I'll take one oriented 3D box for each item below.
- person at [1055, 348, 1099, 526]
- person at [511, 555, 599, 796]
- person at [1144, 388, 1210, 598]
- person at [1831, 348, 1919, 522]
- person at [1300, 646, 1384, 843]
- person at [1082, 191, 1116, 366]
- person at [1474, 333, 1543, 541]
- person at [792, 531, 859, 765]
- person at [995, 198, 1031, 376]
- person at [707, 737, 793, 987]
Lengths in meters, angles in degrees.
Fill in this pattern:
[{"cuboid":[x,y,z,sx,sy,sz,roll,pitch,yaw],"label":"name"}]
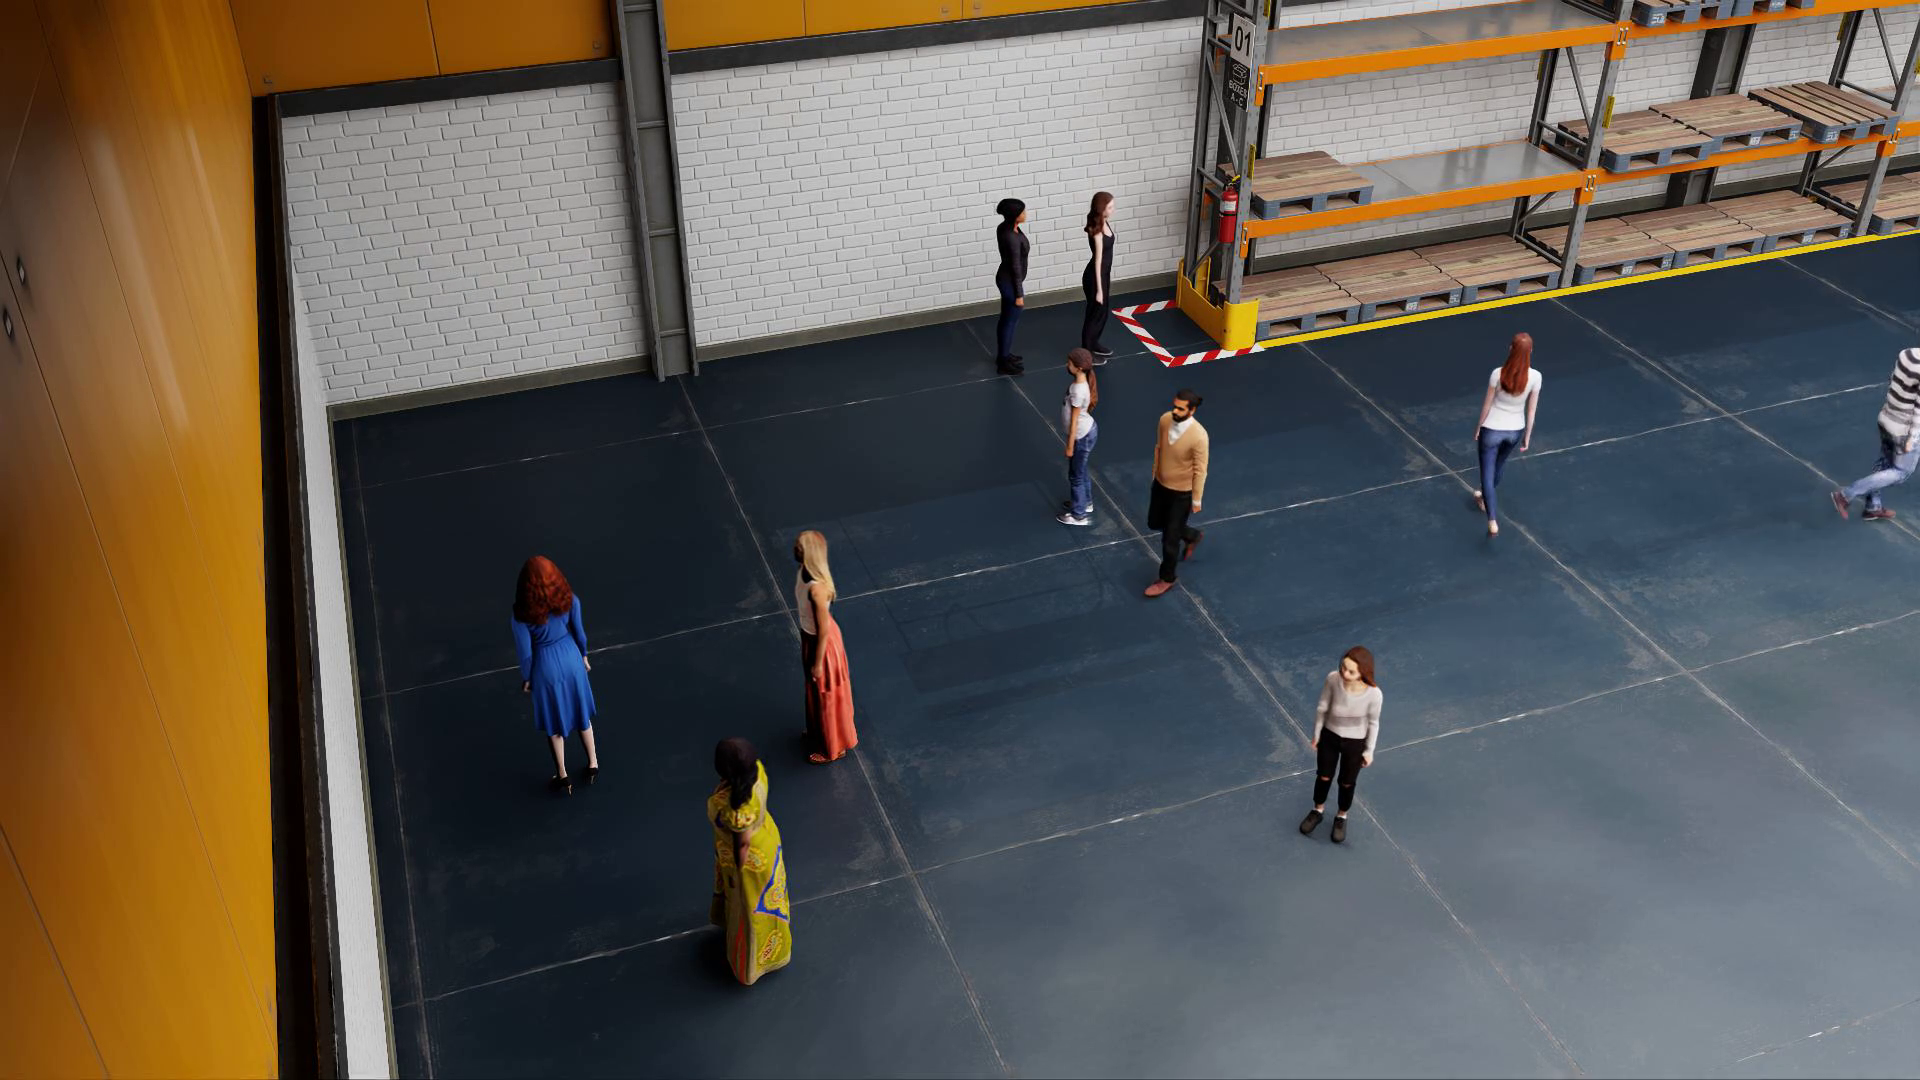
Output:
[{"cuboid":[0.976,-0.858,13.532,0.655,1.561,0.616,6,34,9],"label":"person"},{"cuboid":[-2.588,0.876,10.682,0.566,1.829,0.712,-18,38,-25],"label":"person"},{"cuboid":[1.700,-0.411,12.701,1.006,1.738,0.805,-22,39,-29],"label":"person"},{"cuboid":[7.476,-0.923,13.383,0.998,1.836,0.816,-1,34,-2],"label":"person"},{"cuboid":[2.411,1.251,10.439,0.616,1.474,0.667,17,37,23],"label":"person"},{"cuboid":[1.295,-2.499,15.839,0.701,1.742,0.677,7,34,11],"label":"person"},{"cuboid":[4.346,-0.807,13.322,1.132,1.709,0.954,2,34,3],"label":"person"},{"cuboid":[-0.921,0.700,10.973,0.607,1.801,0.656,-7,34,-11],"label":"person"},{"cuboid":[0.461,-2.392,15.673,0.596,1.746,0.658,-5,34,-8],"label":"person"},{"cuboid":[-1.214,1.772,9.486,0.942,1.660,0.969,1,34,2],"label":"person"}]
